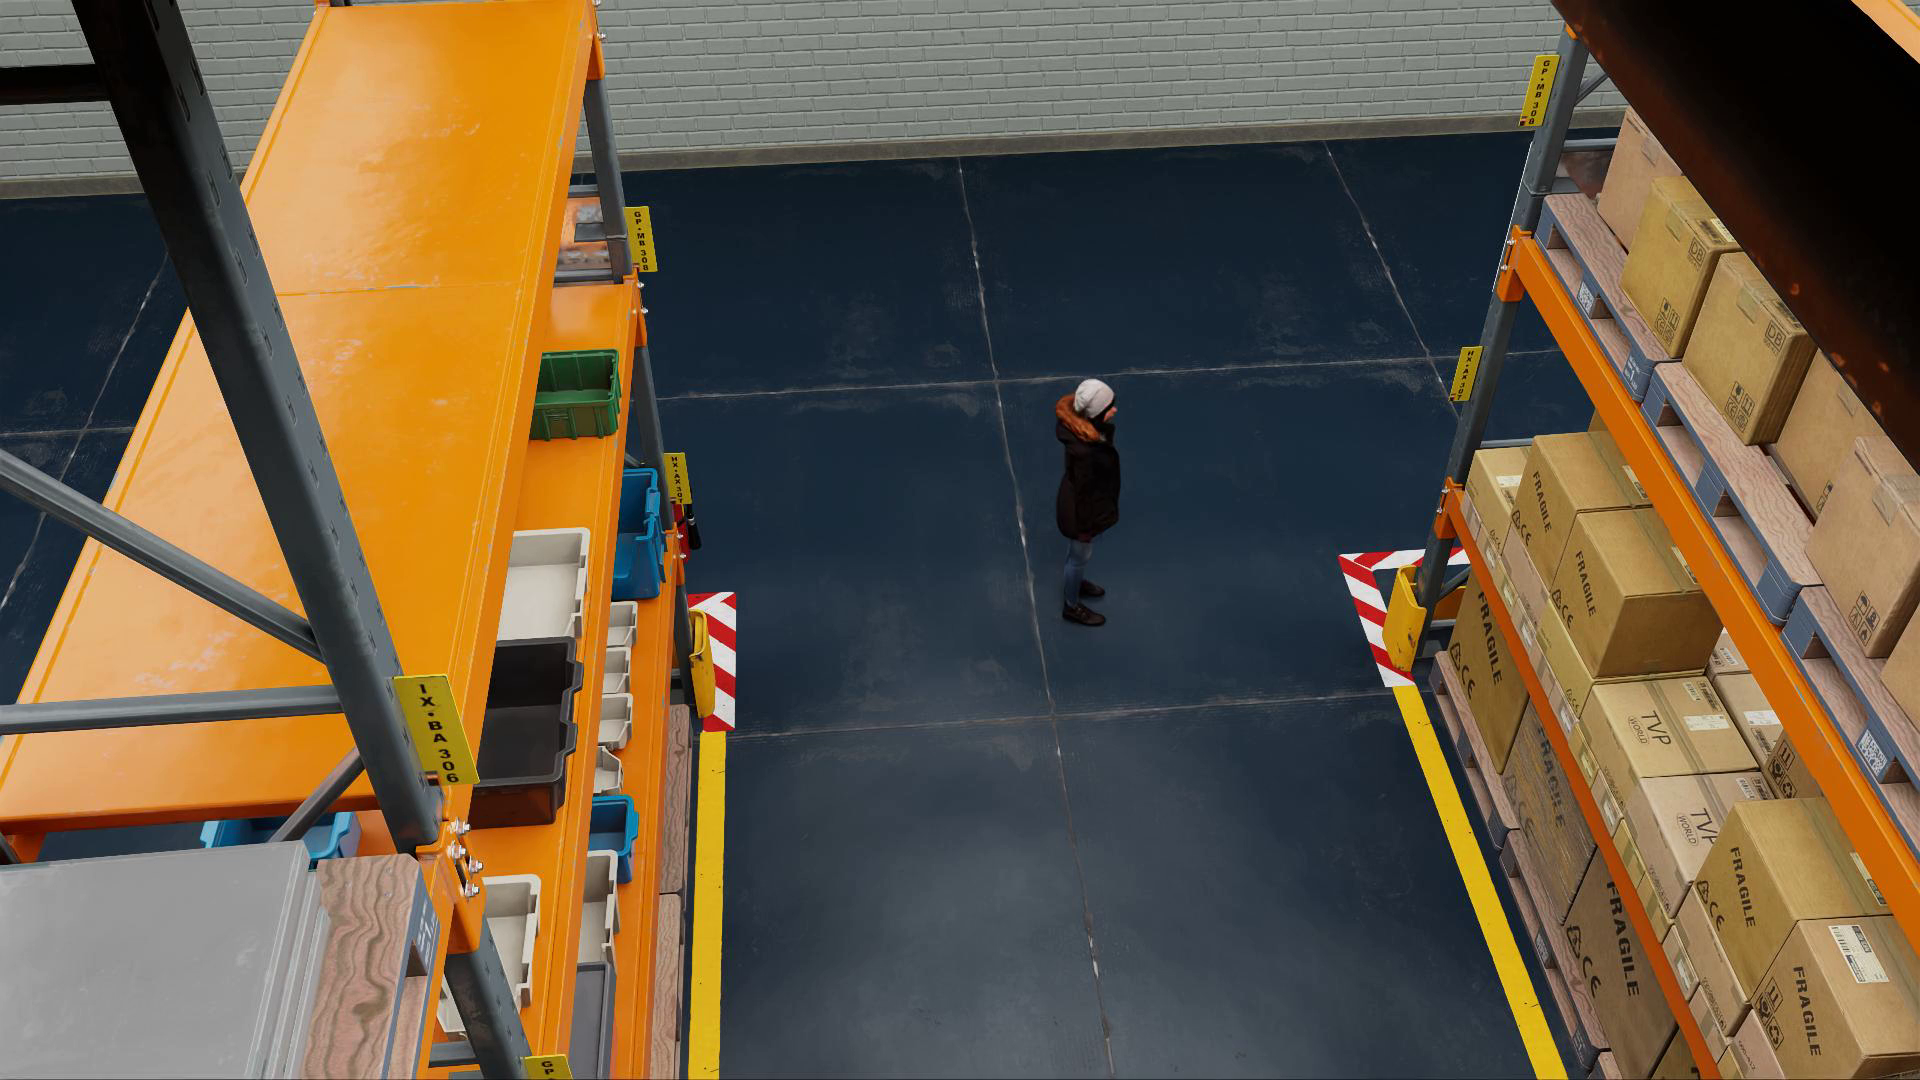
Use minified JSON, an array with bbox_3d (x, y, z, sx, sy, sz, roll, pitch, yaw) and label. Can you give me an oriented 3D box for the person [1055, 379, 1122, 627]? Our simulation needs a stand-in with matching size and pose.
[{"bbox_3d":[0.682,-0.218,9.138,0.745,1.635,0.626,6,43,6],"label":"person"}]
